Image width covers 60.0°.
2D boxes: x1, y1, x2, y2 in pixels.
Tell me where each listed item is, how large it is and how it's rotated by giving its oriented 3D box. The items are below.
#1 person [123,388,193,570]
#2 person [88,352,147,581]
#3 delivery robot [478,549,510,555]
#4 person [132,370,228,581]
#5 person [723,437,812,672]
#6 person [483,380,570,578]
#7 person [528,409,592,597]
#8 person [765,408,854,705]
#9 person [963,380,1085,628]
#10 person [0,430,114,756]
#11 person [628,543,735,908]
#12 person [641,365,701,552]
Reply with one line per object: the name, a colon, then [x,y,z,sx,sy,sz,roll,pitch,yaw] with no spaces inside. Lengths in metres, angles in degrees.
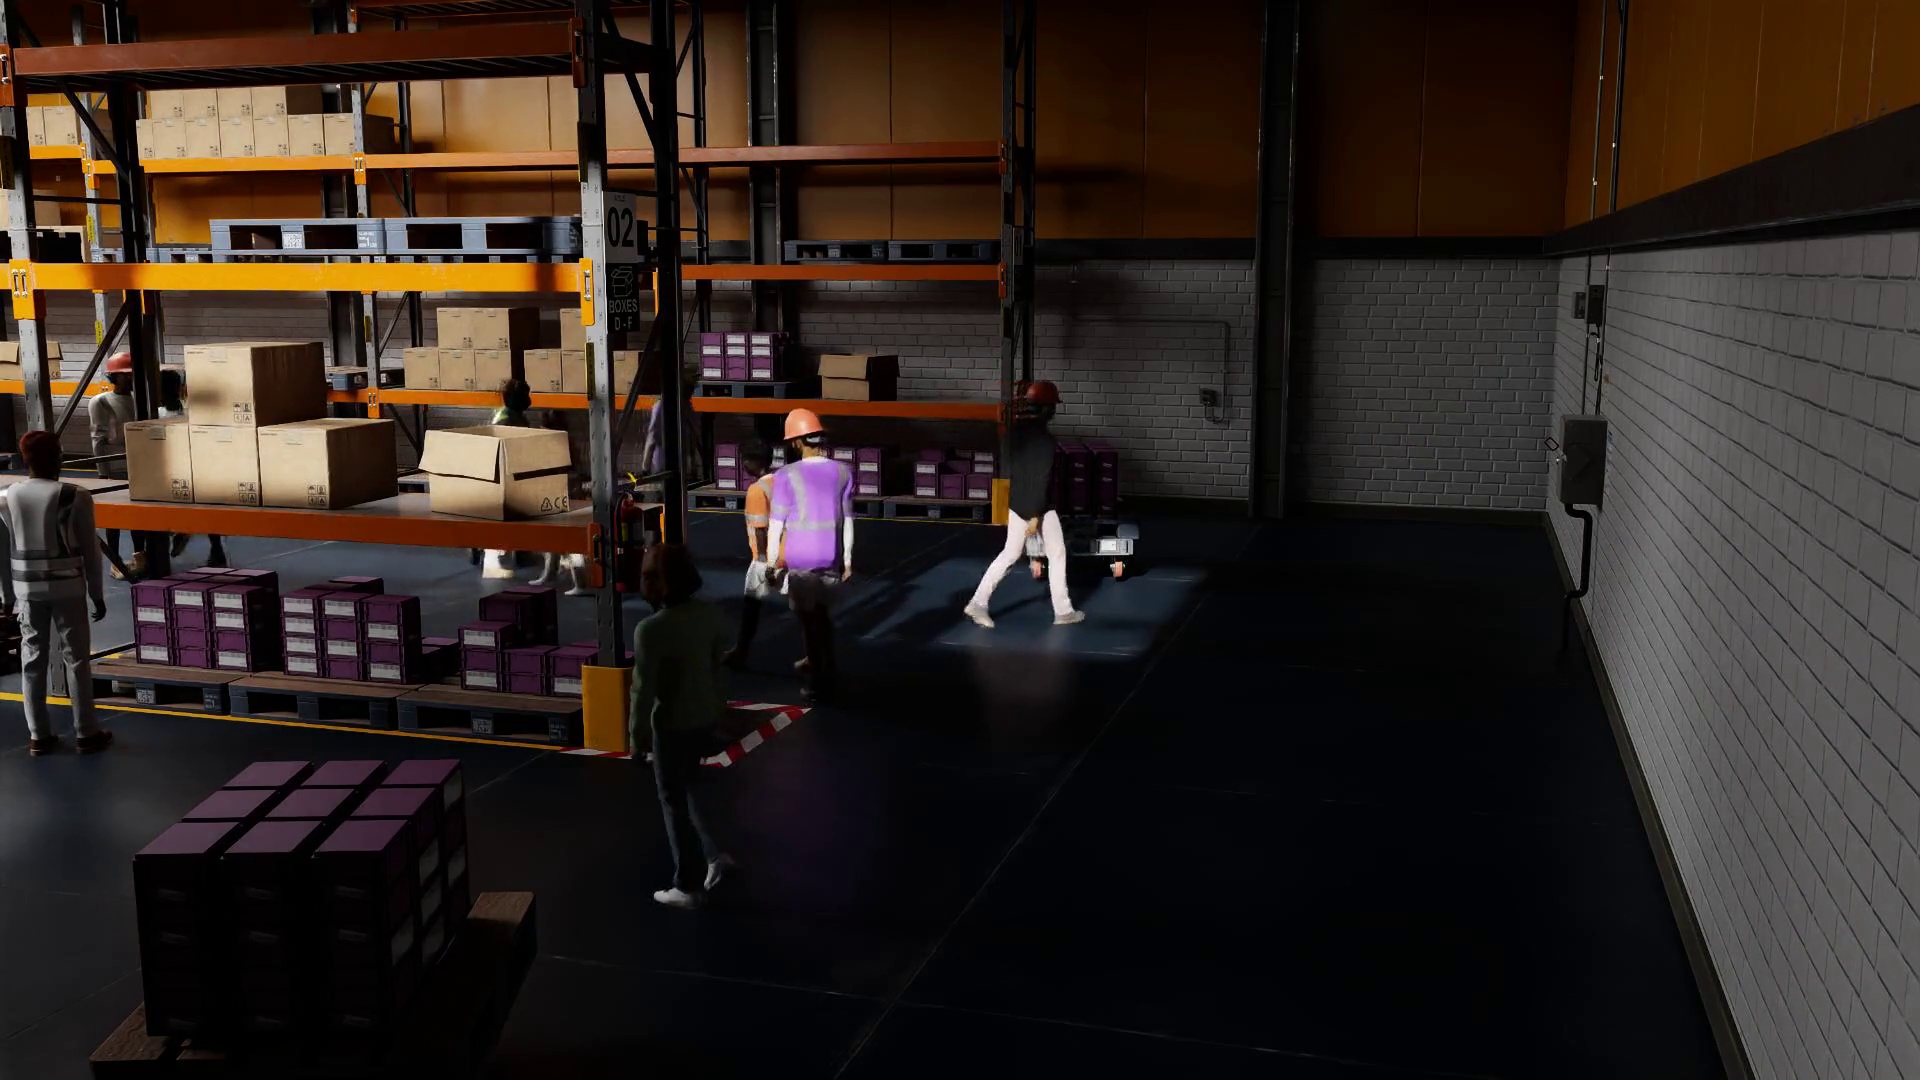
person: [-7.569,-0.661,15.517,0.523,1.870,0.641,-1,9,-8]
person: [-7.516,-0.669,15.033,0.371,2.048,0.605,5,10,26]
delivery robot: [-4.373,-0.117,15.904,0.477,0.478,0.707,0,9,3]
person: [-7.050,-0.589,15.001,0.623,1.898,1.050,3,10,17]
person: [-1.343,0.112,11.458,0.845,1.643,0.555,3,10,19]
person: [-3.933,-0.541,15.019,0.878,1.795,0.641,0,9,0]
person: [-3.487,-0.315,14.189,0.767,1.605,0.530,3,10,16]
person: [-0.983,0.107,10.750,0.539,1.906,0.557,-7,12,-36]
person: [0.507,-0.270,12.917,0.999,1.959,0.601,-6,11,-34]
person: [-5.231,0.308,9.581,0.578,1.880,0.346,-1,9,-6]
person: [-1.240,0.814,7.285,0.347,1.616,0.522,6,11,33]
person: [-2.753,-0.739,15.959,0.544,1.880,0.606,3,10,19]
